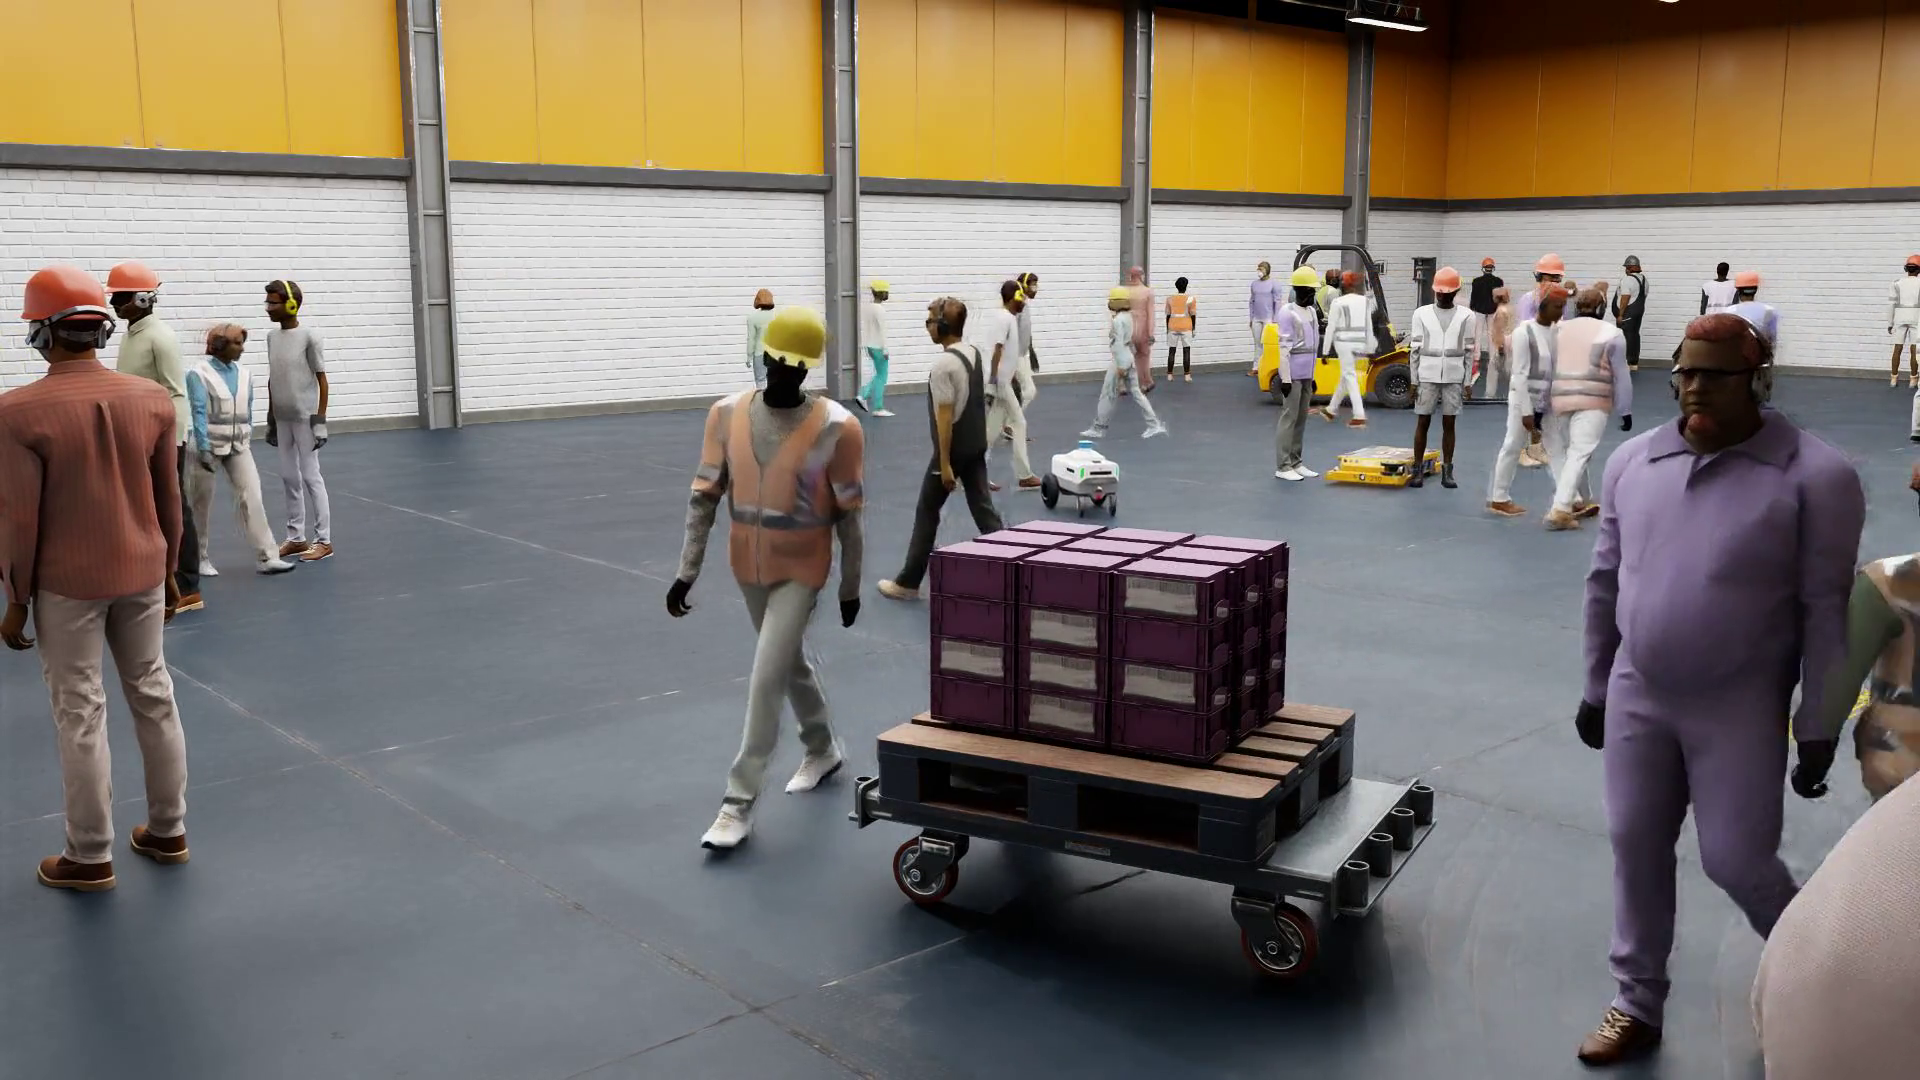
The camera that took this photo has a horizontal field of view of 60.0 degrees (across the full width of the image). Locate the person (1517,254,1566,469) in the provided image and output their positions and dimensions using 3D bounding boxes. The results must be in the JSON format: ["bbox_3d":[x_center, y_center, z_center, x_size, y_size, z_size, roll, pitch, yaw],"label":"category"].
[{"bbox_3d":[5.583,-1.704,15.912,0.615,2.039,0.382,-7,12,-37],"label":"person"}]

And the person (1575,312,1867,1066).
[{"bbox_3d":[1.880,0.378,4.165,0.607,1.891,0.657,-8,12,-39],"label":"person"}]

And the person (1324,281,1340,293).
[{"bbox_3d":[5.520,-3.057,24.716,0.584,1.746,0.529,0,10,-2],"label":"person"}]

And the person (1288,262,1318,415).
[{"bbox_3d":[4.393,-2.578,21.332,0.372,1.940,0.630,-1,10,-7],"label":"person"}]

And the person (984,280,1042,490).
[{"bbox_3d":[0.442,-1.328,14.374,0.807,1.813,0.604,-1,10,-6],"label":"person"}]

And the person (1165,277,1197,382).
[{"bbox_3d":[3.557,-3.389,26.818,0.531,1.691,0.321,4,11,23],"label":"person"}]

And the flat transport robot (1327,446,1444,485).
[{"bbox_3d":[3.901,-0.694,15.170,0.652,0.197,1.431,6,11,31],"label":"flat transport robot"}]

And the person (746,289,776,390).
[{"bbox_3d":[-2.330,-2.195,19.978,0.507,1.631,0.266,-6,11,-30],"label":"person"}]

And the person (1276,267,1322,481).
[{"bbox_3d":[3.086,-1.506,15.087,0.371,1.925,0.595,7,12,36],"label":"person"}]

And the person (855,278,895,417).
[{"bbox_3d":[-1.040,-2.417,20.922,0.420,1.750,0.544,-4,10,-21],"label":"person"}]

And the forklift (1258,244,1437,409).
[{"bbox_3d":[5.256,-2.933,22.661,2.313,2.155,1.214,3,10,16],"label":"forklift"}]

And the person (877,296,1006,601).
[{"bbox_3d":[-0.016,-0.498,9.587,0.962,1.803,0.537,6,12,33],"label":"person"}]

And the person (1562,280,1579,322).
[{"bbox_3d":[10.195,-3.539,27.883,0.513,1.617,0.415,3,10,16],"label":"person"}]

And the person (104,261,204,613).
[{"bbox_3d":[-4.588,-0.572,9.421,0.616,1.993,0.395,9,13,43],"label":"person"}]

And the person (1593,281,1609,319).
[{"bbox_3d":[10.419,-3.437,27.302,0.352,1.613,0.536,4,10,20],"label":"person"}]

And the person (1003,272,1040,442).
[{"bbox_3d":[0.663,-1.968,18.025,0.435,1.846,0.546,2,10,11],"label":"person"}]

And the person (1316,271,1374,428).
[{"bbox_3d":[4.544,-2.269,19.798,0.608,1.835,0.974,-6,11,-30],"label":"person"}]

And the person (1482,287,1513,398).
[{"bbox_3d":[7.538,-2.682,22.903,0.724,1.605,0.535,5,11,28],"label":"person"}]

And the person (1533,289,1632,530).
[{"bbox_3d":[4.665,-0.988,12.500,0.991,1.788,0.667,-9,13,-41],"label":"person"}]

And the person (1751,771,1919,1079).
[{"bbox_3d":[0.887,0.843,1.440,0.653,1.887,0.725,-6,11,-30],"label":"person"}]

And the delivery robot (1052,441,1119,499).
[{"bbox_3d":[0.990,-0.545,13.200,0.477,0.478,0.707,-3,10,-16],"label":"delivery robot"}]

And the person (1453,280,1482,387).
[{"bbox_3d":[7.622,-3.190,25.514,0.819,1.740,0.527,1,10,4],"label":"person"}]

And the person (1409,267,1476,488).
[{"bbox_3d":[4.200,-1.407,14.512,0.543,1.927,0.384,2,10,11],"label":"person"}]

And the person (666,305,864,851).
[{"bbox_3d":[-0.636,0.098,5.921,0.609,1.860,1.030,5,11,26],"label":"person"}]

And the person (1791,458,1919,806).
[{"bbox_3d":[2.299,0.559,3.974,0.514,1.586,0.880,-1,10,-4],"label":"person"}]

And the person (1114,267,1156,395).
[{"bbox_3d":[2.590,-3.058,24.375,0.669,1.850,0.980,5,11,25],"label":"person"}]

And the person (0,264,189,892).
[{"bbox_3d":[-2.781,0.125,5.342,0.375,1.995,0.611,6,11,30],"label":"person"}]

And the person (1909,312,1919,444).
[{"bbox_3d":[10.430,-1.912,17.745,0.403,1.830,0.600,1,10,7],"label":"person"}]

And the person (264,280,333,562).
[{"bbox_3d":[-4.427,-0.784,11.062,0.537,1.859,0.314,5,11,27],"label":"person"}]

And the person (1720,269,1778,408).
[{"bbox_3d":[7.596,-1.660,16.076,0.549,1.909,0.879,3,10,17],"label":"person"}]

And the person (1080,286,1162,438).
[{"bbox_3d":[1.831,-1.981,18.524,0.907,1.699,0.493,4,11,23],"label":"person"}]

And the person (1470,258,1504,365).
[{"bbox_3d":[9.820,-4.267,31.074,0.618,1.990,0.392,-1,10,-3],"label":"person"}]

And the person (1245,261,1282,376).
[{"bbox_3d":[5.098,-3.693,27.861,0.376,1.940,0.629,-8,12,-39],"label":"person"}]

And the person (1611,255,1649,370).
[{"bbox_3d":[11.783,-4.003,29.376,0.689,2.000,0.539,-7,12,-36],"label":"person"}]

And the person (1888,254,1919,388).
[{"bbox_3d":[14.624,-3.363,25.622,0.606,2.044,0.373,8,13,39],"label":"person"}]

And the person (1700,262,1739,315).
[{"bbox_3d":[12.773,-3.705,27.987,0.600,1.917,0.377,4,11,23],"label":"person"}]

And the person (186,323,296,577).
[{"bbox_3d":[-4.555,-0.542,10.396,0.845,1.593,0.540,6,11,30],"label":"person"}]

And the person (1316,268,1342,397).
[{"bbox_3d":[5.341,-2.979,23.964,0.430,1.845,0.624,-1,10,-5],"label":"person"}]

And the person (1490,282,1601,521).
[{"bbox_3d":[4.449,-1.035,12.636,0.649,1.820,0.986,-6,11,-30],"label":"person"}]
